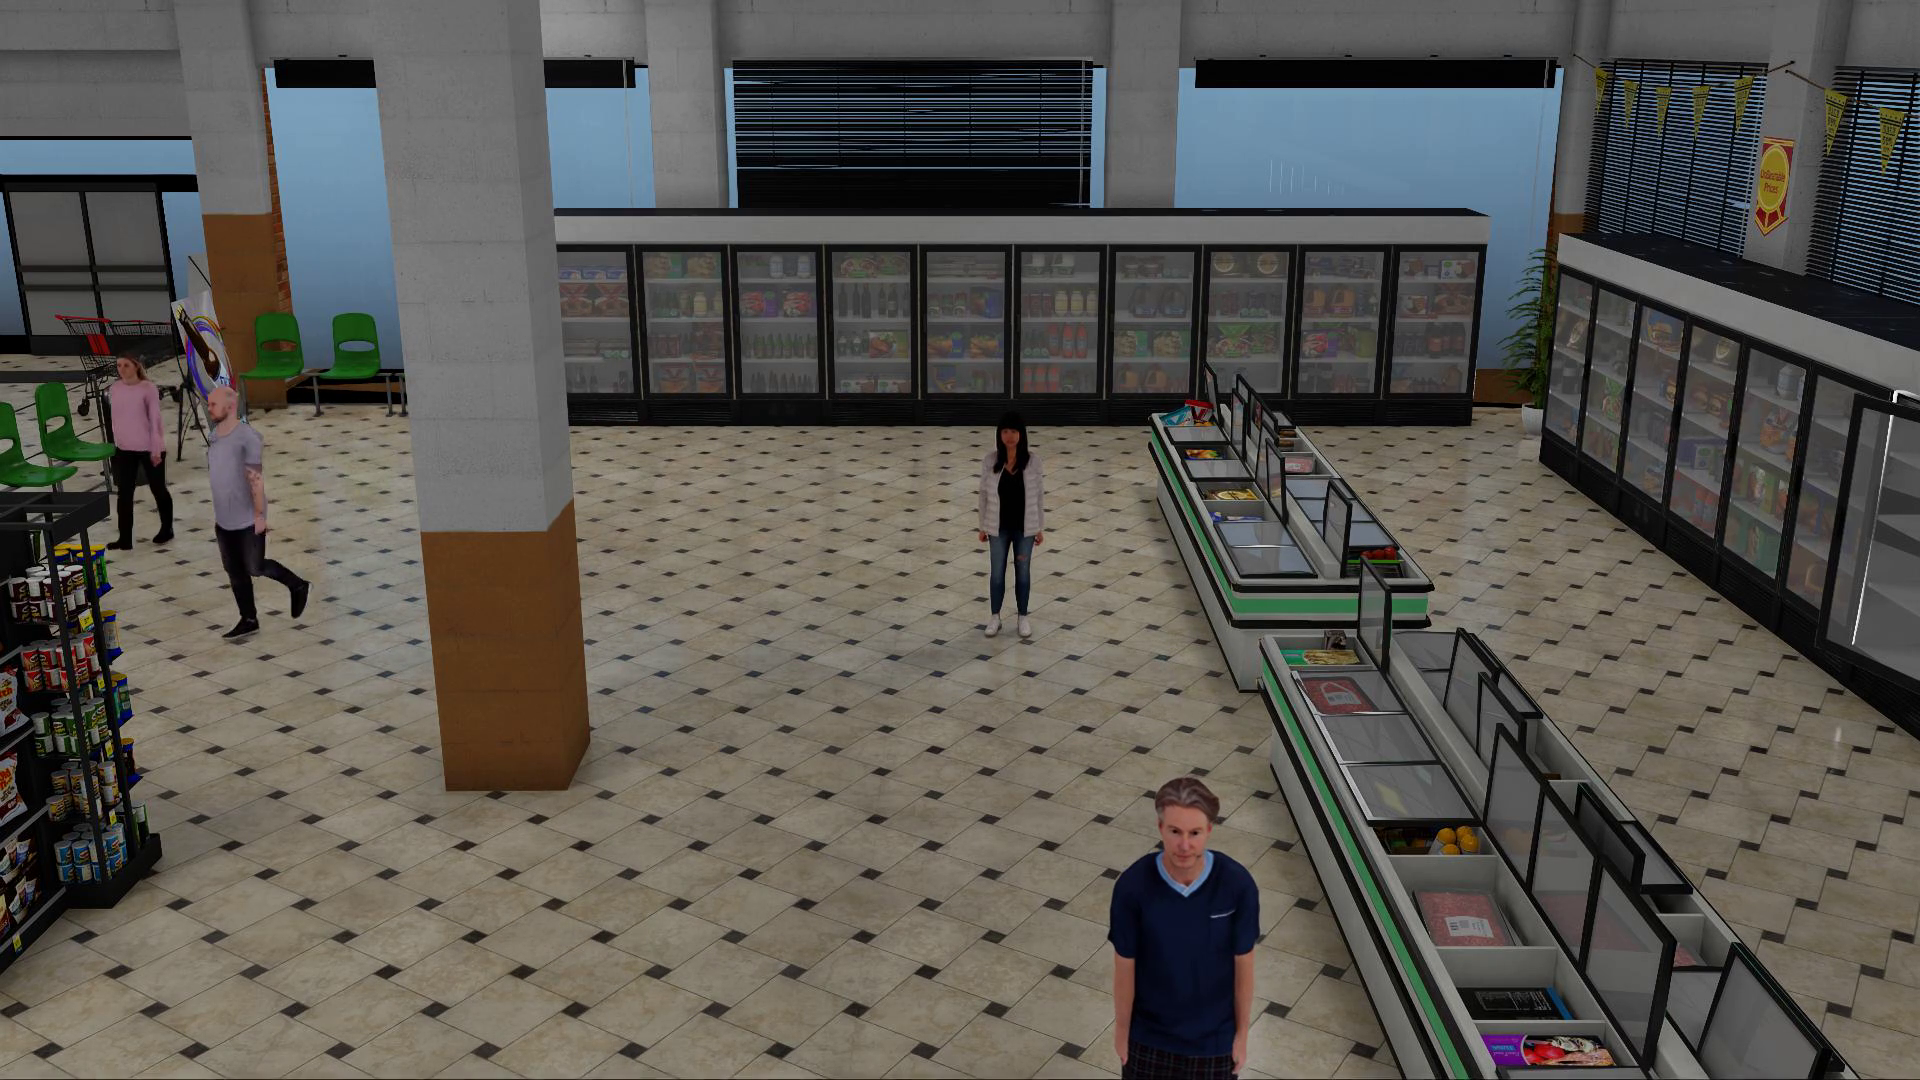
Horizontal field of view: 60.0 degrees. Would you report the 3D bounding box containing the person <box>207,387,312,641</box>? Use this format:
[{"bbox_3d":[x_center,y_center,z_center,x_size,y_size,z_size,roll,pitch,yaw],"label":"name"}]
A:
[{"bbox_3d":[-5.017,-0.197,11.810,0.921,1.820,1.025,10,20,30],"label":"person"}]

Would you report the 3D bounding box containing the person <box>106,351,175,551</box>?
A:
[{"bbox_3d":[-6.831,-0.772,13.973,0.655,1.663,0.931,1,17,4],"label":"person"}]

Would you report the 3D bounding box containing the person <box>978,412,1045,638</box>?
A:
[{"bbox_3d":[0.371,-0.116,11.859,0.625,1.636,0.549,1,17,3],"label":"person"}]

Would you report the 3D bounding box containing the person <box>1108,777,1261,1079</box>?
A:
[{"bbox_3d":[0.750,1.653,5.636,0.663,1.868,0.559,1,17,3],"label":"person"}]
